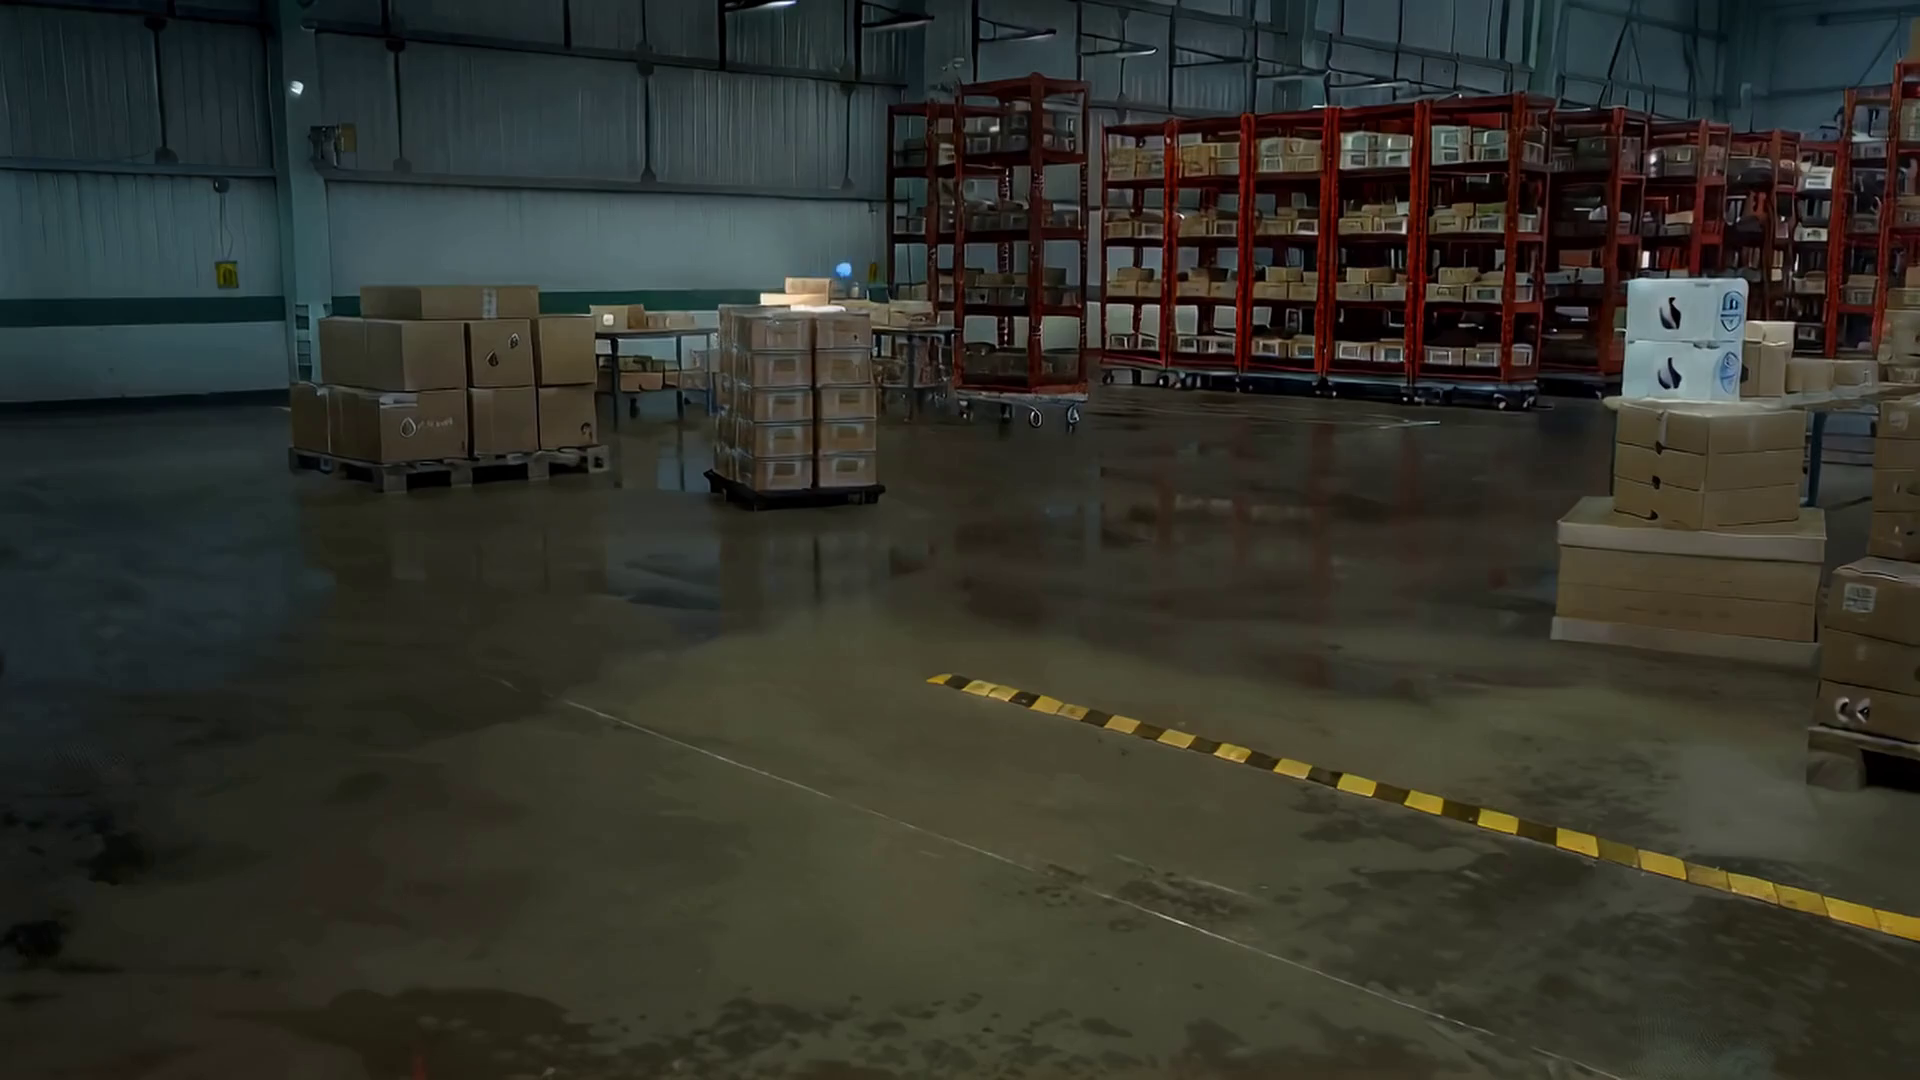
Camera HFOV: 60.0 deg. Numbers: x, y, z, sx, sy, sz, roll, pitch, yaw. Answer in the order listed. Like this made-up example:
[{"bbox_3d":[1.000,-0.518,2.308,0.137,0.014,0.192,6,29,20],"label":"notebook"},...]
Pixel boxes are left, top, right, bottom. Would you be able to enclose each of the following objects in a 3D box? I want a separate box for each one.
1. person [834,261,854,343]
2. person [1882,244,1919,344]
[{"bbox_3d":[-1.561,-2.988,23.060,0.839,1.713,0.564,-8,13,-41],"label":"person"},{"bbox_3d":[13.625,-3.280,23.993,0.711,1.999,0.693,2,10,13],"label":"person"}]
